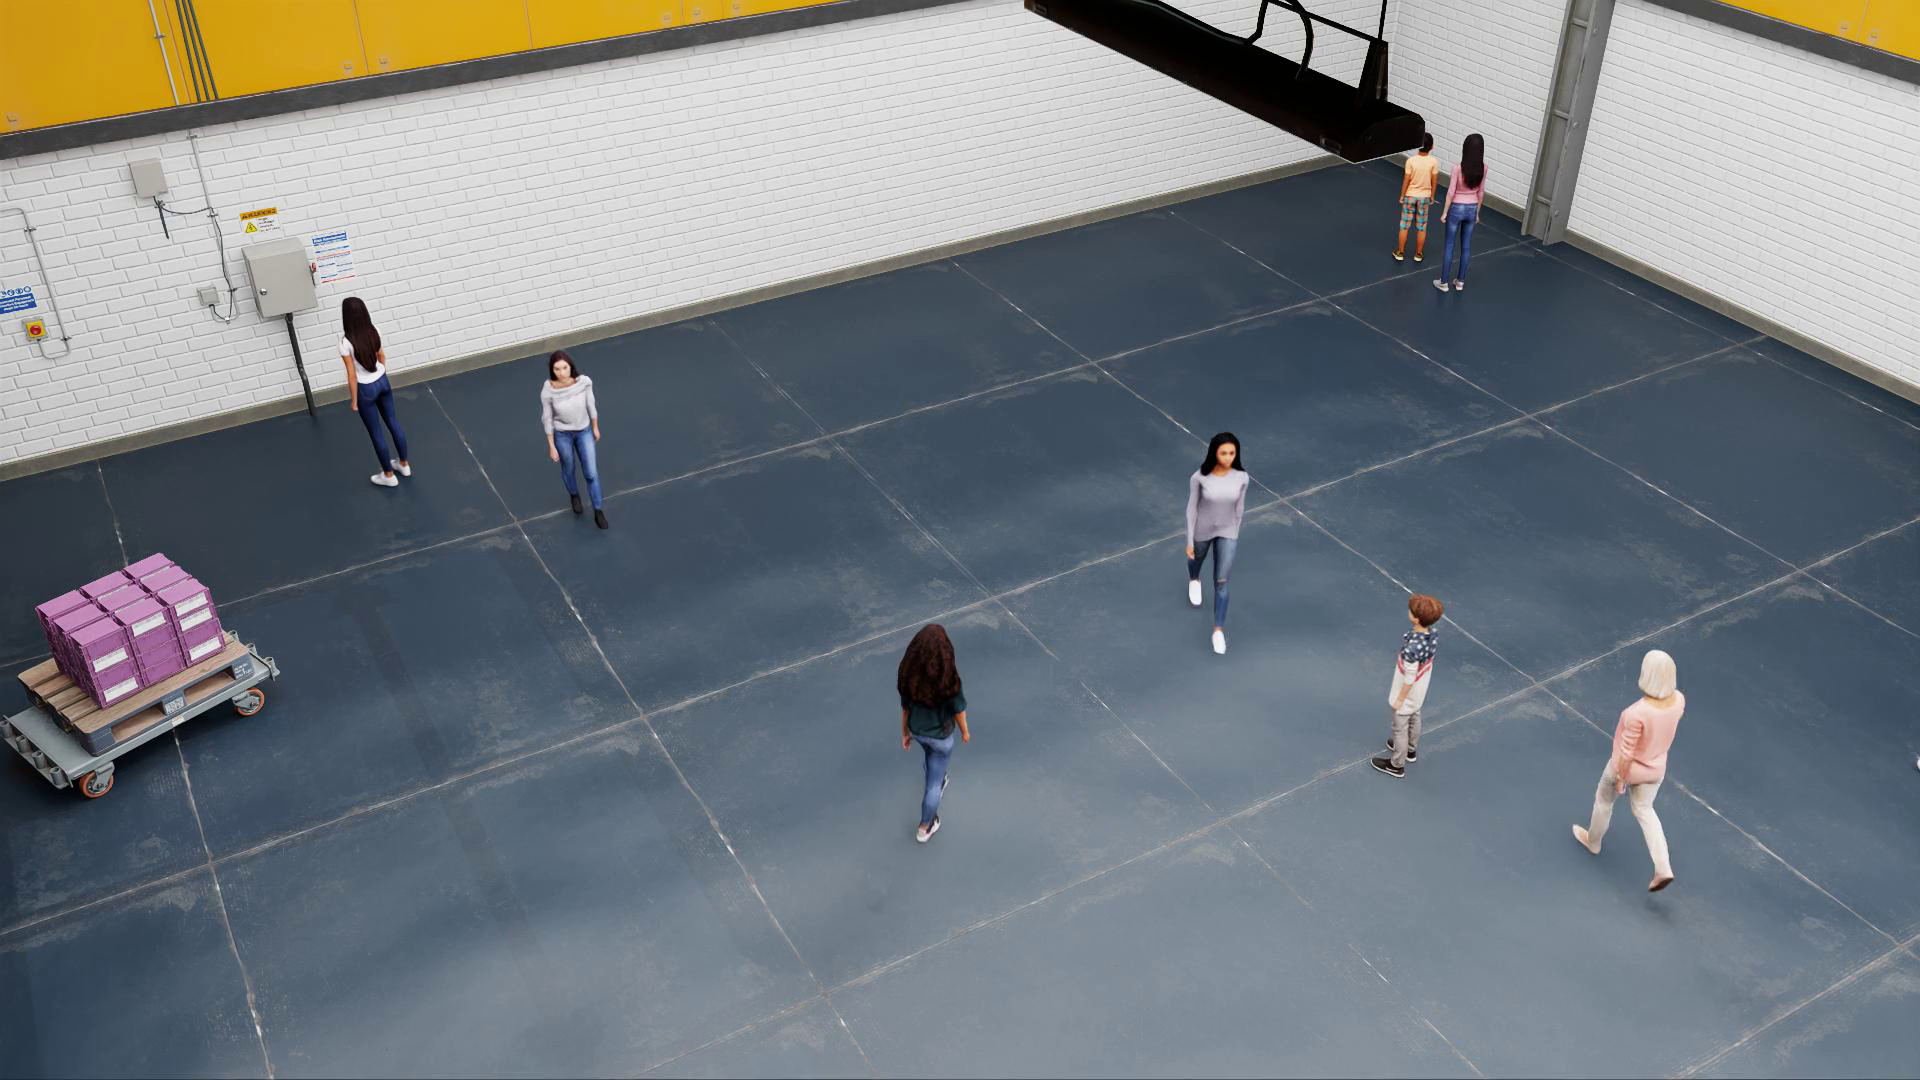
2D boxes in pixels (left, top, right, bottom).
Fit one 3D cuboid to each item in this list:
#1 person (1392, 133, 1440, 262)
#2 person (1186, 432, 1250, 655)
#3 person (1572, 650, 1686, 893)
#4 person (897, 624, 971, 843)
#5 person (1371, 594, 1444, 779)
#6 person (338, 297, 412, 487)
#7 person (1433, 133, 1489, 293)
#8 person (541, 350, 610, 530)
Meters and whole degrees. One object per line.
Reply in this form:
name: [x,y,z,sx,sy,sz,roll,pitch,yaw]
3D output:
person: [5.098,-3.822,18.527,0.603,1.461,0.646,5,34,7]
person: [1.908,-0.091,12.709,1.036,1.688,1.247,1,34,2]
person: [4.289,1.457,10.369,0.701,1.701,1.049,-12,36,-18]
person: [-0.207,1.291,10.716,0.900,1.593,0.905,16,37,22]
person: [3.075,0.975,11.331,0.573,1.438,0.580,24,41,32]
person: [-5.095,-1.291,14.438,0.682,1.774,0.671,17,37,24]
person: [5.375,-3.512,17.806,0.649,1.742,0.632,-4,34,-6]
person: [-3.290,-0.897,14.003,0.686,1.599,0.942,-15,36,-21]
